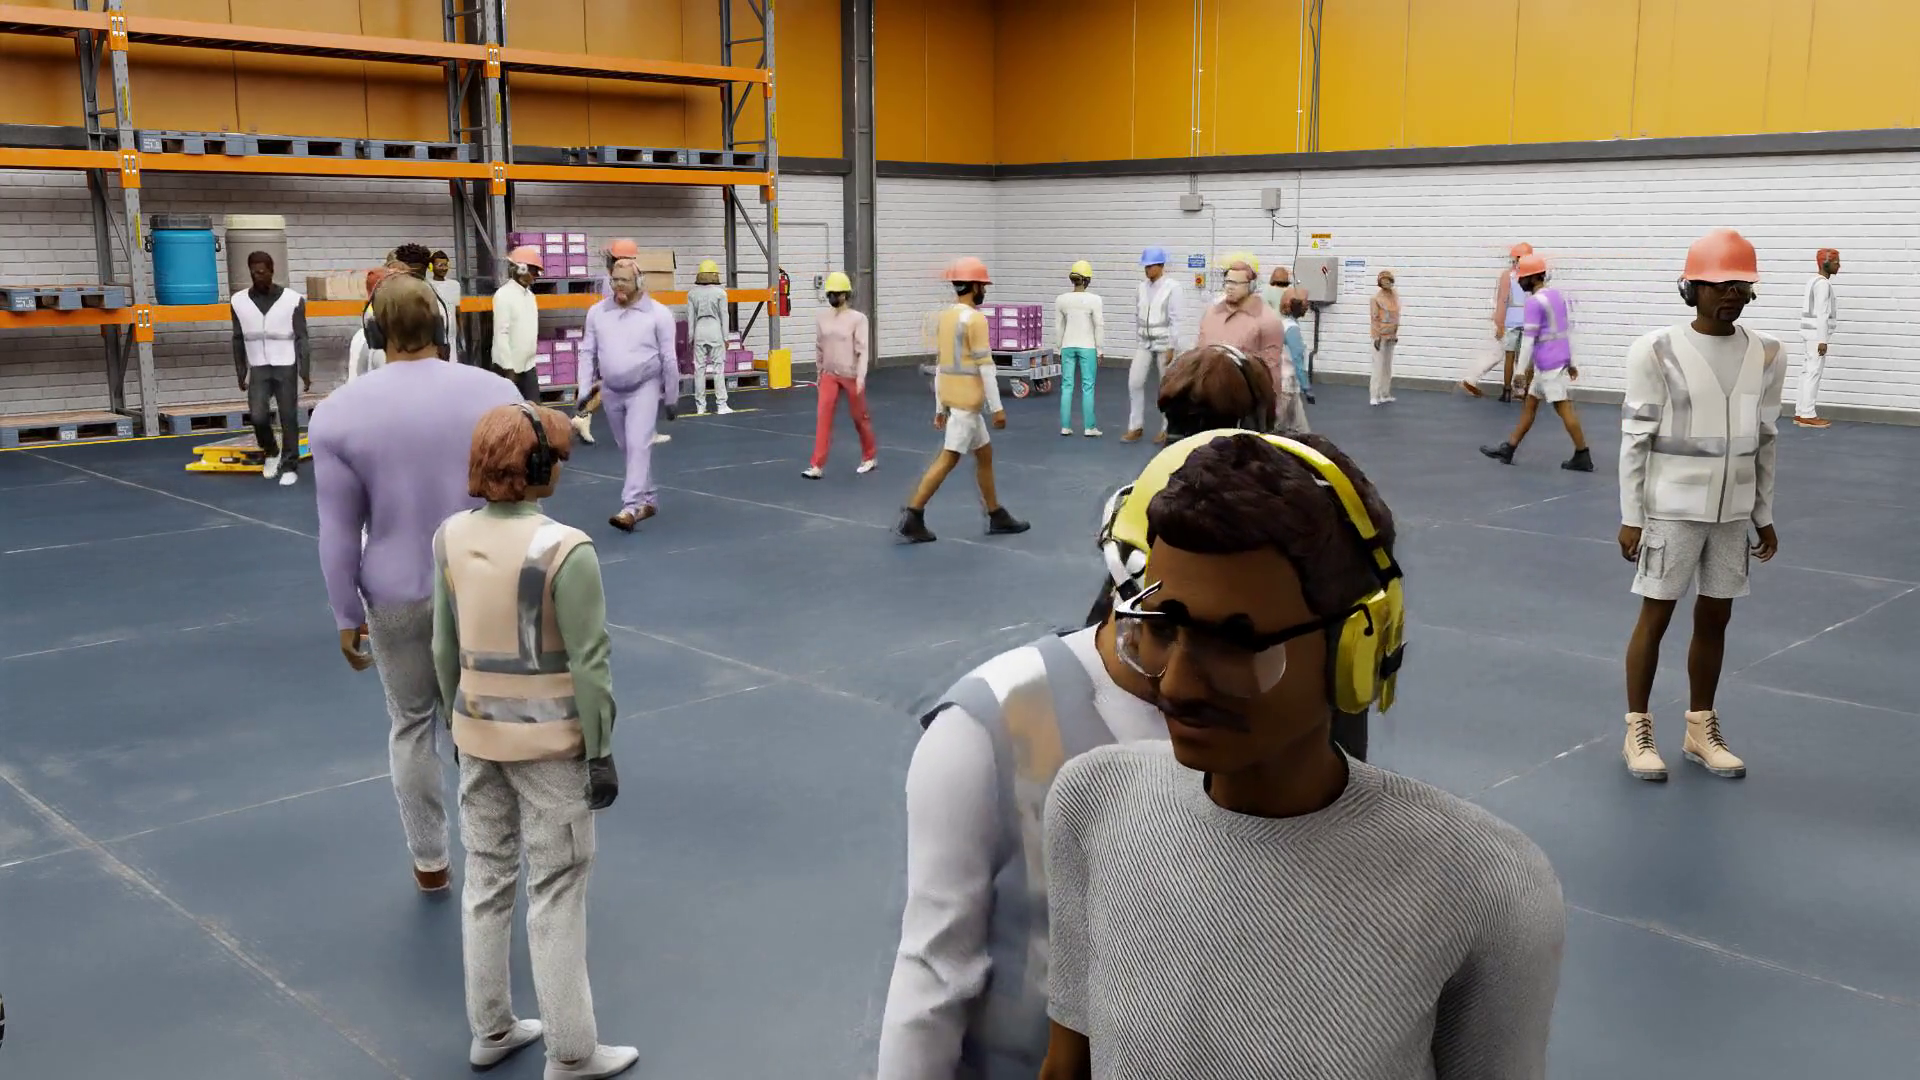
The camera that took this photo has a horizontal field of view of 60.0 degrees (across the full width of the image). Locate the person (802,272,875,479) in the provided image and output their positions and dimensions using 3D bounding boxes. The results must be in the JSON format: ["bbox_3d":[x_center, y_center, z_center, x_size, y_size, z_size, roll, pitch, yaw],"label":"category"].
[{"bbox_3d":[-0.994,-1.376,13.933,0.547,1.716,0.930,5,12,25],"label":"person"}]

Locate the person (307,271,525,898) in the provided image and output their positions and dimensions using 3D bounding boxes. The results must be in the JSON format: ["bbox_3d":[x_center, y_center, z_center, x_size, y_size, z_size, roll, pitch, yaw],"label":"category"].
[{"bbox_3d":[-1.539,0.181,4.883,0.645,1.921,0.691,-4,11,-20],"label":"person"}]

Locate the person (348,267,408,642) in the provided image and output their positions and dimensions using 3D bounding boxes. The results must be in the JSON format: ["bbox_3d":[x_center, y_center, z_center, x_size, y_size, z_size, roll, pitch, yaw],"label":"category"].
[{"bbox_3d":[-2.792,-0.423,8.350,0.697,1.862,0.598,-5,12,-26],"label":"person"}]

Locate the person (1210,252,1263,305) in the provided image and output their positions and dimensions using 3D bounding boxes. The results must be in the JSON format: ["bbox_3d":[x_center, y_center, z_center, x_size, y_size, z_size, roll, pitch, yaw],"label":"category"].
[{"bbox_3d":[2.037,-1.195,12.453,0.649,1.885,0.637,3,11,16],"label":"person"}]

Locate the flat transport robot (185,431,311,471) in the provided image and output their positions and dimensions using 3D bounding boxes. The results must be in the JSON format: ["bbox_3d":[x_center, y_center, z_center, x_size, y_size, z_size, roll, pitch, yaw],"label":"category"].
[{"bbox_3d":[-6.156,-0.790,14.682,0.652,0.197,1.431,1,10,4],"label":"flat transport robot"}]

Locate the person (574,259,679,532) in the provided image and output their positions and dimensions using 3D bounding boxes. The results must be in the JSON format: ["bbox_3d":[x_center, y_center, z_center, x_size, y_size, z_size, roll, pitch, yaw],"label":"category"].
[{"bbox_3d":[-2.312,-1.002,11.511,0.653,1.854,0.982,3,11,16],"label":"person"}]

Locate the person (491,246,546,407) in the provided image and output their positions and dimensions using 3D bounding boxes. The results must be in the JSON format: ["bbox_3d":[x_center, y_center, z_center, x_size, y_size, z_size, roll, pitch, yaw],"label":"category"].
[{"bbox_3d":[-3.788,-1.478,13.904,0.644,1.943,0.679,4,11,19],"label":"person"}]

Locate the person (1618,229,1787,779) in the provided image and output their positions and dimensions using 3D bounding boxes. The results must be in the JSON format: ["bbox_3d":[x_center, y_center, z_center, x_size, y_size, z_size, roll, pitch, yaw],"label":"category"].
[{"bbox_3d":[2.755,-0.117,6.177,0.615,2.043,0.373,-1,10,-7],"label":"person"}]

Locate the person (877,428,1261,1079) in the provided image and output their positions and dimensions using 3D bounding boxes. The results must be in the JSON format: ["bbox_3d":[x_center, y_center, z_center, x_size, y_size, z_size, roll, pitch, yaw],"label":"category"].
[{"bbox_3d":[0.166,0.739,2.179,0.649,1.794,0.567,-5,12,-25],"label":"person"}]

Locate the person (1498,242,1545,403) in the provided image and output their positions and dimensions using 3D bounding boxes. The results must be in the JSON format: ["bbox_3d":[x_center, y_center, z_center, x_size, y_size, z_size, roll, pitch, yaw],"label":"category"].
[{"bbox_3d":[6.770,-2.622,20.125,0.543,1.939,0.356,1,10,8],"label":"person"}]

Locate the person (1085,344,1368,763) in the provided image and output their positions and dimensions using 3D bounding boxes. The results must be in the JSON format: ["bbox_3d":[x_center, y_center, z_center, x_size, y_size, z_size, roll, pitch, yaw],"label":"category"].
[{"bbox_3d":[0.439,0.513,3.396,0.900,1.801,0.638,-6,12,-31],"label":"person"}]

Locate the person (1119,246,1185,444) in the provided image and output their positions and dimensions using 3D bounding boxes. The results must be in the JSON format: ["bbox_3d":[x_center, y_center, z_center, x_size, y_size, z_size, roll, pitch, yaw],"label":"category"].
[{"bbox_3d":[1.853,-1.865,16.065,0.608,1.917,0.744,10,14,42],"label":"person"}]

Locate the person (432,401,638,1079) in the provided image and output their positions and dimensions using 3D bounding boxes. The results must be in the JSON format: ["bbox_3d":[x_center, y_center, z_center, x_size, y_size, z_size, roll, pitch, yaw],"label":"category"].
[{"bbox_3d":[-1.026,0.493,3.952,0.522,1.638,0.310,6,12,30],"label":"person"}]

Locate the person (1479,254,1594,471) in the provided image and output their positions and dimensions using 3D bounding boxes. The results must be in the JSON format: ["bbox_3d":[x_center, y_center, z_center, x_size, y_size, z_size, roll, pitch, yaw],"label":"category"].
[{"bbox_3d":[5.048,-1.532,14.410,1.050,1.847,0.549,7,13,35],"label":"person"}]

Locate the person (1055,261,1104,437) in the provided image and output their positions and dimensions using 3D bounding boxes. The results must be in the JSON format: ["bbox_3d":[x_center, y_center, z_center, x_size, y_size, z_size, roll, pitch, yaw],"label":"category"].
[{"bbox_3d":[1.211,-1.919,16.761,0.525,1.769,0.313,5,12,26],"label":"person"}]

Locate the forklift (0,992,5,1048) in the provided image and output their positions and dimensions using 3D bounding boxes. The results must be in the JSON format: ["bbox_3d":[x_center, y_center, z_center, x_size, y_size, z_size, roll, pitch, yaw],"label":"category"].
[{"bbox_3d":[-3.245,0.323,3.363,2.313,2.155,1.214,2,11,13],"label":"forklift"}]

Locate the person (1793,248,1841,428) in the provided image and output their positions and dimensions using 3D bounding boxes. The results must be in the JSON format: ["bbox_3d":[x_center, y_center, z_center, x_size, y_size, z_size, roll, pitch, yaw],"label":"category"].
[{"bbox_3d":[9.095,-2.138,17.629,0.340,1.883,0.585,3,11,16],"label":"person"}]

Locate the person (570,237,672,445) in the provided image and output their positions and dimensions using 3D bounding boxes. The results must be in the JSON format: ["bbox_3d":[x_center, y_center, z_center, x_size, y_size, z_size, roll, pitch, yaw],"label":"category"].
[{"bbox_3d":[-3.303,-1.898,15.993,0.914,2.014,0.609,-6,12,-30],"label":"person"}]

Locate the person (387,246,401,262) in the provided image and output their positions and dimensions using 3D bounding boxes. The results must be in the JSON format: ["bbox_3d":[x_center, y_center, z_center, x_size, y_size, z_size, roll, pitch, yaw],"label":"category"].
[{"bbox_3d":[-4.626,-1.462,13.800,0.357,1.934,0.637,-7,12,-33],"label":"person"}]

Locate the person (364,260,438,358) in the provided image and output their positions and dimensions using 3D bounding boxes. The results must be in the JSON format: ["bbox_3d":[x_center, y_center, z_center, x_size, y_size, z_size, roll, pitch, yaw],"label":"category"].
[{"bbox_3d":[-4.053,-1.098,12.080,0.429,1.842,0.625,8,13,37],"label":"person"}]

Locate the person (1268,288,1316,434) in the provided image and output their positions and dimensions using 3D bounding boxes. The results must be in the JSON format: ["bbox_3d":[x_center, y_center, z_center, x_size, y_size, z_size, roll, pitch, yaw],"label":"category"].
[{"bbox_3d":[2.688,-1.190,13.245,0.830,1.602,0.535,1,10,7],"label":"person"}]

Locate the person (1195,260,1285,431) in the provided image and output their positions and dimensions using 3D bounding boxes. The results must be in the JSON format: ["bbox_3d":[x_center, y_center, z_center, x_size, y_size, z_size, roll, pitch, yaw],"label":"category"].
[{"bbox_3d":[1.905,-0.973,11.379,0.987,1.867,0.641,-9,14,-40],"label":"person"}]

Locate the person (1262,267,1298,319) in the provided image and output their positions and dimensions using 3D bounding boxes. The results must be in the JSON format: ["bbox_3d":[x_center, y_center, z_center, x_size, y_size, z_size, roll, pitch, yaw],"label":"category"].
[{"bbox_3d":[4.110,-2.718,21.554,0.511,1.611,0.697,-1,10,-4],"label":"person"}]

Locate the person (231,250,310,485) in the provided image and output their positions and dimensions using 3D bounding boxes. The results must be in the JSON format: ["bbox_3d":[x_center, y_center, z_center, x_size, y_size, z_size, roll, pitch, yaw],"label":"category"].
[{"bbox_3d":[-5.584,-1.392,13.516,0.615,1.901,0.444,-2,11,-9],"label":"person"}]

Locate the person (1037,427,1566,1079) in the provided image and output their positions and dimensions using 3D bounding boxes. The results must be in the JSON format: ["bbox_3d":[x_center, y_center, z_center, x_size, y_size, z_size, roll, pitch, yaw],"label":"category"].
[{"bbox_3d":[0.270,0.821,1.550,0.535,1.864,0.309,7,12,32],"label":"person"}]

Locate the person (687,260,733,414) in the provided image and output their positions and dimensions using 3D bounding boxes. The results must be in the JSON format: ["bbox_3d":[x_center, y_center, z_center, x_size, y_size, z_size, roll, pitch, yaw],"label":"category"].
[{"bbox_3d":[-2.846,-2.299,18.905,0.484,1.739,0.313,2,11,11],"label":"person"}]

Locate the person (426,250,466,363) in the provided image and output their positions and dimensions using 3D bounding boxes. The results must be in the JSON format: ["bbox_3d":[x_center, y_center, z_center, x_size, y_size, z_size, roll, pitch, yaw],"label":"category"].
[{"bbox_3d":[-5.593,-2.188,17.980,0.514,1.861,0.321,-9,14,-40],"label":"person"}]

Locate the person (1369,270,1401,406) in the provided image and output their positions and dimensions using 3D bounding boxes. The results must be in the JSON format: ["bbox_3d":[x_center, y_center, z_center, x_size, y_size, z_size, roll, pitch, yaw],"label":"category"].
[{"bbox_3d":[5.117,-2.417,19.898,0.667,1.610,0.340,-9,14,-40],"label":"person"}]

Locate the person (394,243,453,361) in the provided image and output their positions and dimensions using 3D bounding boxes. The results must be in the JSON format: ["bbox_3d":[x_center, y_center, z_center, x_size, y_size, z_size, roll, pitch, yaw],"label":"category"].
[{"bbox_3d":[-3.977,-1.205,12.332,0.372,1.960,0.603,-10,14,-42],"label":"person"}]

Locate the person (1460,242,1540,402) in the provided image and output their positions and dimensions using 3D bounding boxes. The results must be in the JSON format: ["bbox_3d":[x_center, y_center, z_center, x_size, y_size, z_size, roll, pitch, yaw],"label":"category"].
[{"bbox_3d":[6.632,-2.656,20.303,0.916,1.951,0.662,10,14,43],"label":"person"}]

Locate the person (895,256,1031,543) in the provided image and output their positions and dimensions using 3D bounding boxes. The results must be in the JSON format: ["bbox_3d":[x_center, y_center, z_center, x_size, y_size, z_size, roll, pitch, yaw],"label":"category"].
[{"bbox_3d":[-0.008,-0.929,11.043,0.997,1.892,0.550,-4,11,-21],"label":"person"}]
